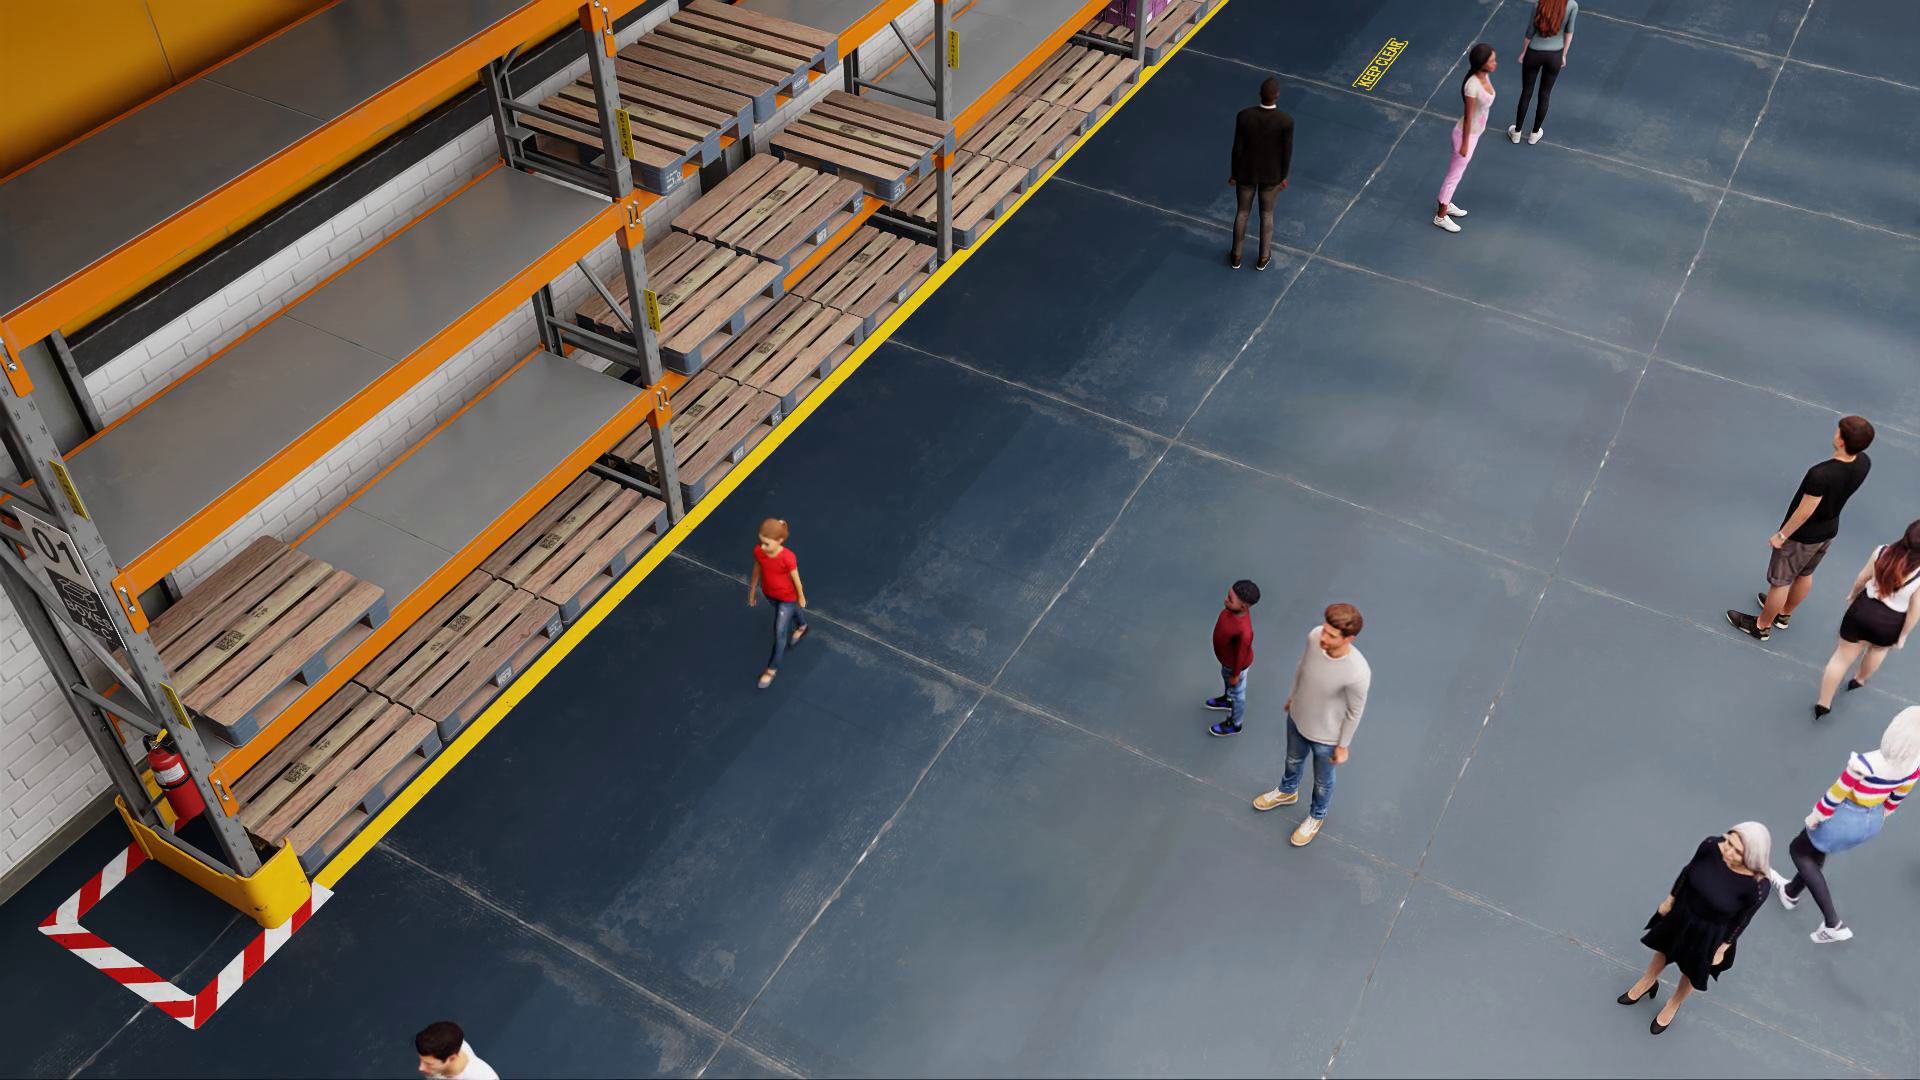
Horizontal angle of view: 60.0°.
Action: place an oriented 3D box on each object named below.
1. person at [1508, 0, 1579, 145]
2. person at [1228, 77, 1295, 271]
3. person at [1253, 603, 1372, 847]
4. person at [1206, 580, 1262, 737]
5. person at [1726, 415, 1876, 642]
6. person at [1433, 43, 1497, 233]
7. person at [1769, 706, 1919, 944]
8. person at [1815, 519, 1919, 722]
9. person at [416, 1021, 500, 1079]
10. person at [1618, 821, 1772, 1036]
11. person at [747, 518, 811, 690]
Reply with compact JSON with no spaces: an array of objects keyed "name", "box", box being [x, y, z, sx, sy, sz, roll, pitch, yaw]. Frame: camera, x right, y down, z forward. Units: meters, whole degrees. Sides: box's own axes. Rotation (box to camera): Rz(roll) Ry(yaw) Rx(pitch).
[{"name":"person","box":[5.572,-4.618,15.893,0.637,1.742,0.599,11,45,11]},{"name":"person","box":[2.573,-3.139,14.299,0.720,1.799,0.671,9,44,9]},{"name":"person","box":[2.130,1.058,9.817,0.756,1.904,0.755,-23,48,-22]},{"name":"person","box":[1.766,0.730,10.634,0.637,1.252,0.558,-4,44,-4]},{"name":"person","box":[5.642,-0.074,11.037,0.722,1.862,0.836,-20,47,-20]},{"name":"person","box":[4.513,-3.608,14.833,0.647,1.742,0.471,18,46,18]},{"name":"person","box":[5.022,1.622,9.308,0.965,1.790,1.023,-12,45,-12]},{"name":"person","box":[5.763,0.557,10.546,0.695,1.625,0.882,32,52,29]},{"name":"person","box":[-2.322,2.822,8.051,0.666,1.787,0.619,30,51,28]},{"name":"person","box":[3.945,2.060,8.879,0.715,1.747,0.693,-22,48,-21]},{"name":"person","box":[-1.159,0.313,11.053,0.495,1.279,0.886,23,48,22]}]
